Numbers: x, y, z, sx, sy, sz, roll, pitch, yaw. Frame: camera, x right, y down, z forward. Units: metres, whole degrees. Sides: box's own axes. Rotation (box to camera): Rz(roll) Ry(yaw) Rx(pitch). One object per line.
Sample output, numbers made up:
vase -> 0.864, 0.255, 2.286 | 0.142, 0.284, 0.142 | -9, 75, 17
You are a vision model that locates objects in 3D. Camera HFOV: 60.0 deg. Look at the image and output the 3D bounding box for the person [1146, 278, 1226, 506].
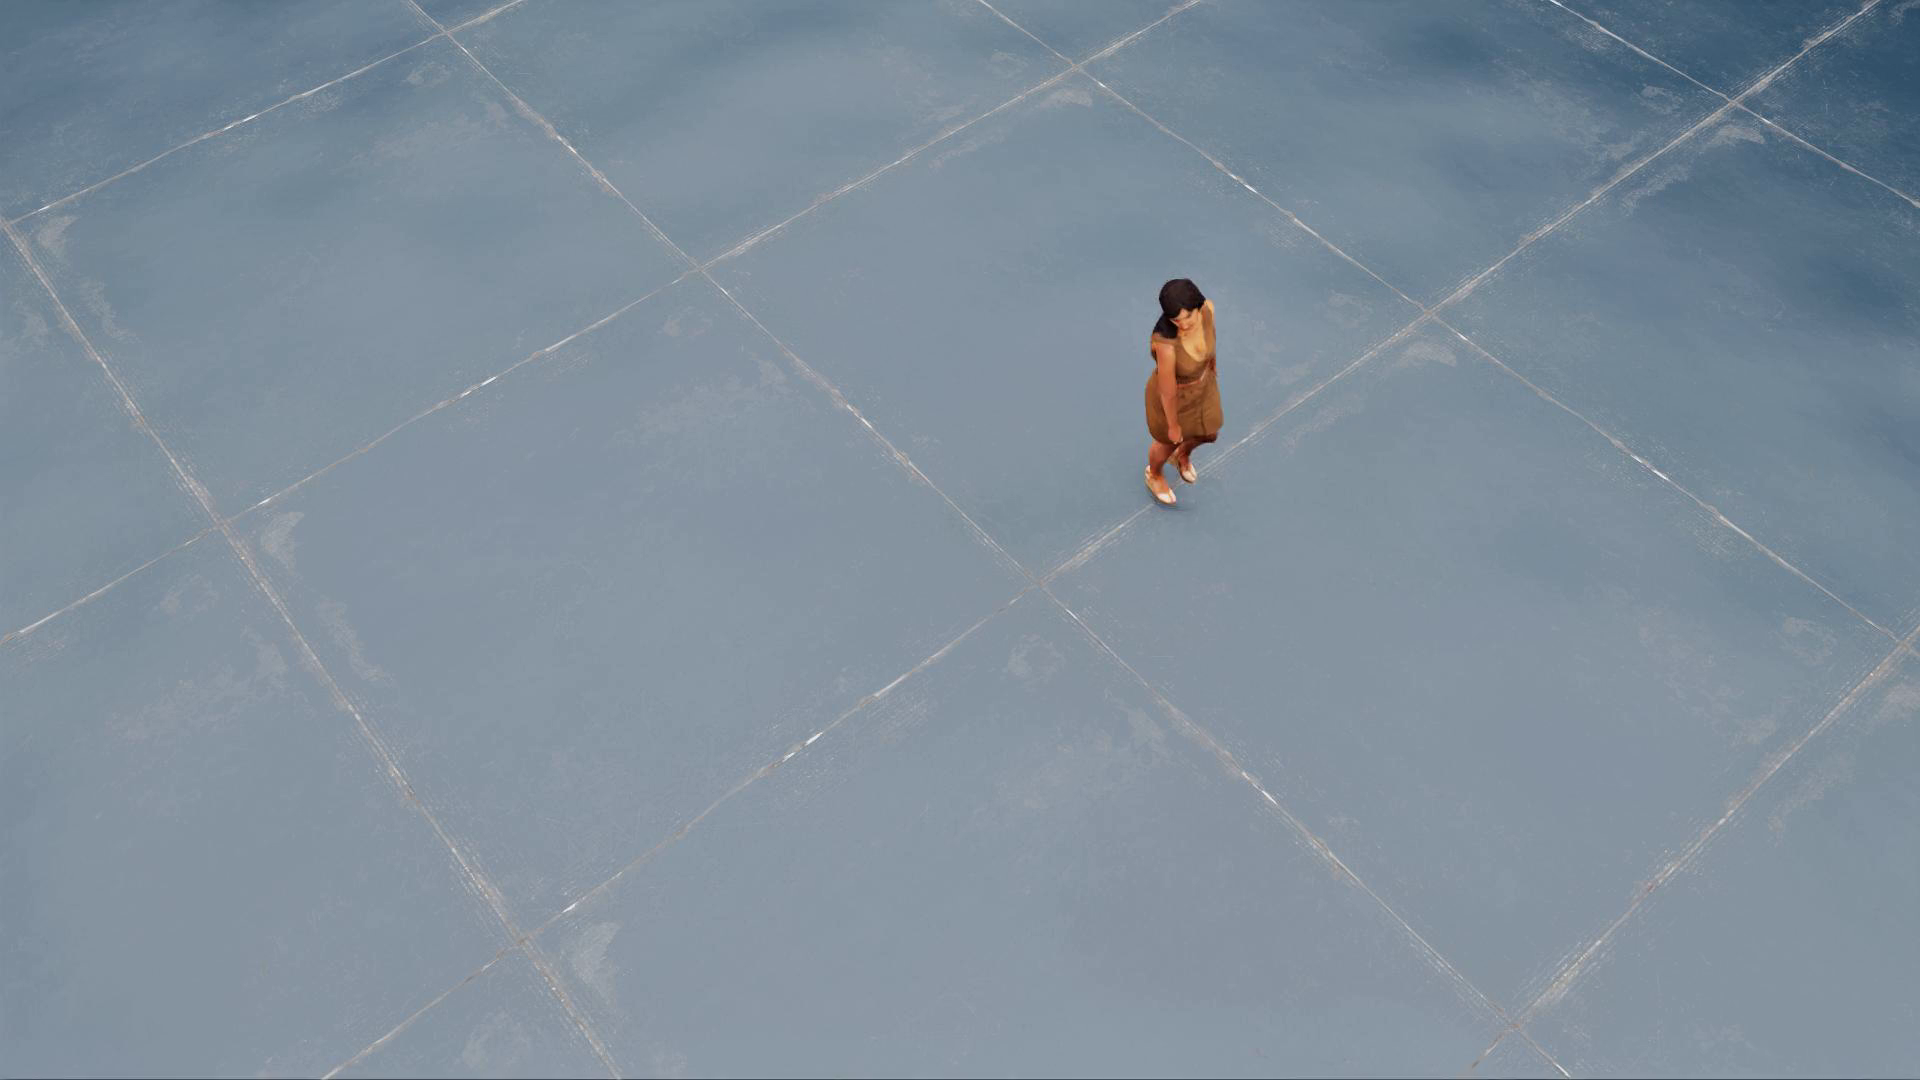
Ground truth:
person -> 1.058, -0.708, 8.045 | 0.734, 1.652, 0.530 | 26, 57, 19
